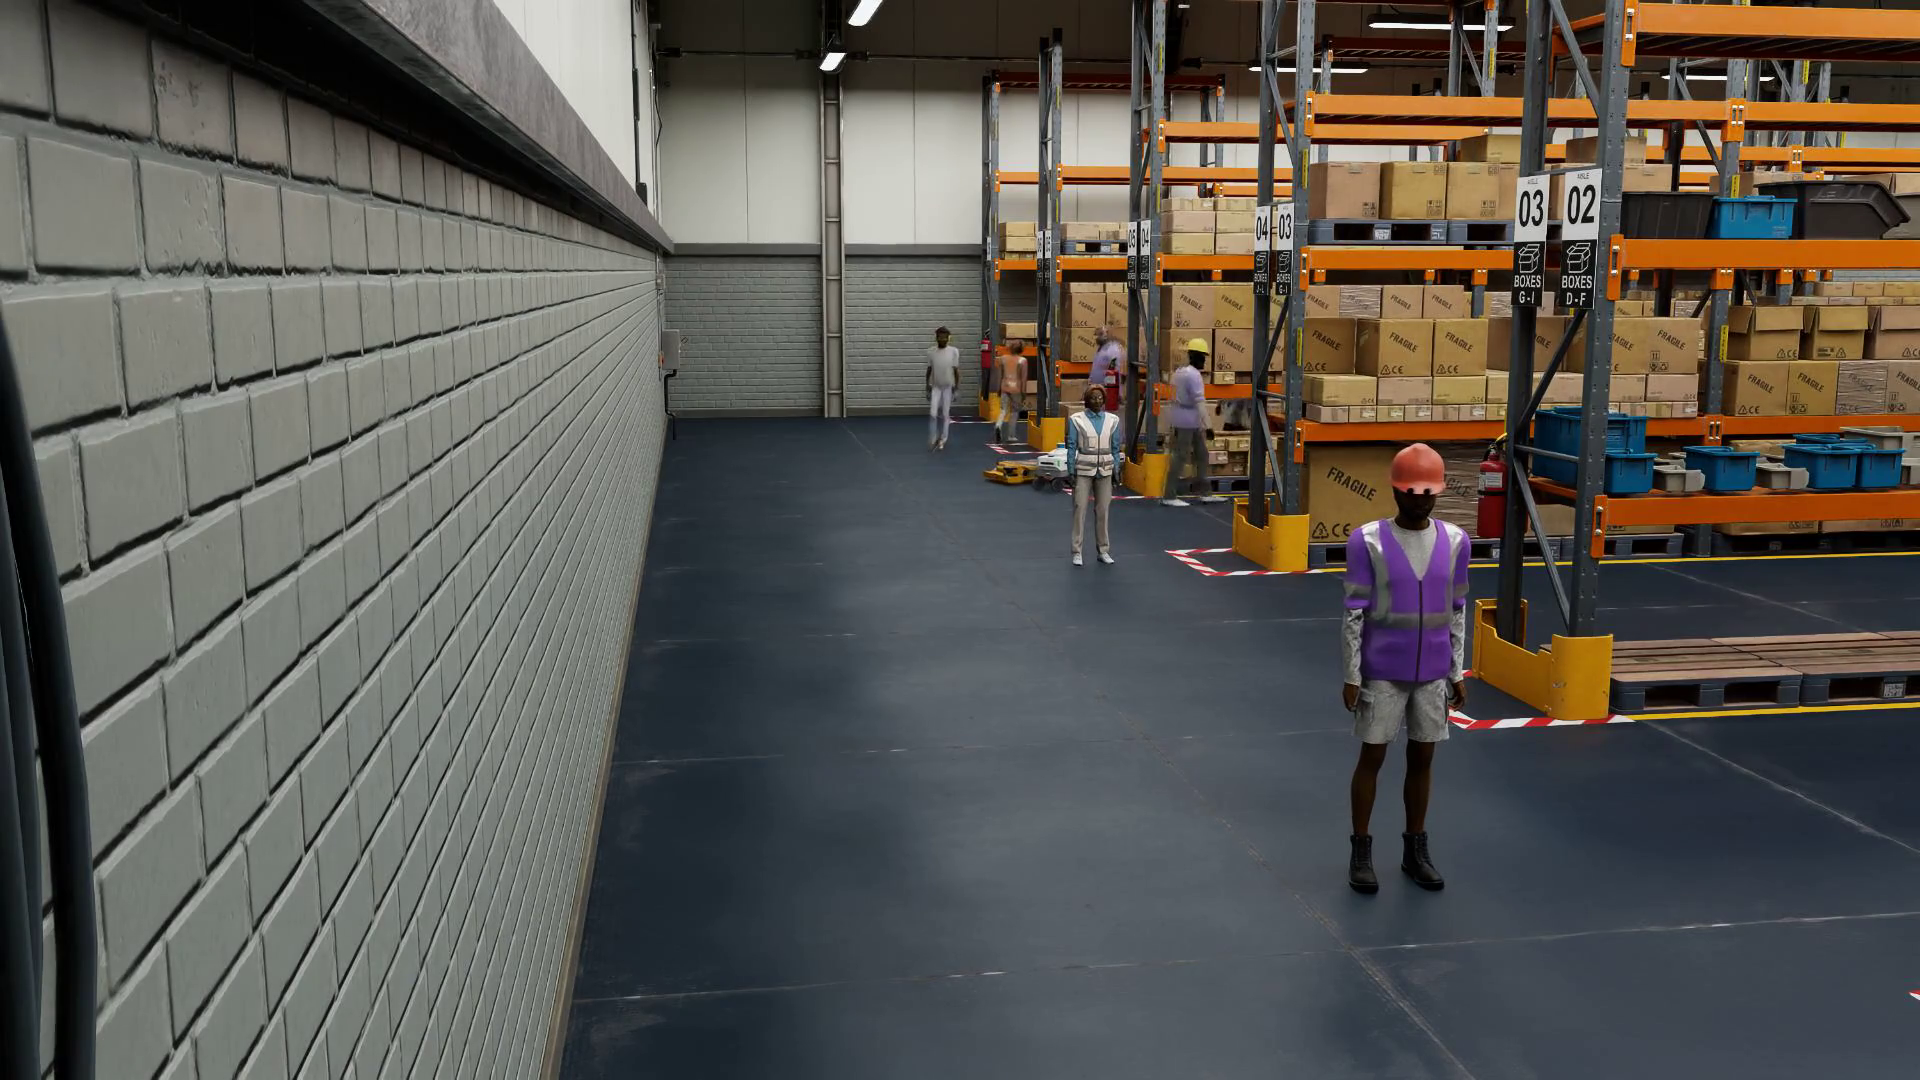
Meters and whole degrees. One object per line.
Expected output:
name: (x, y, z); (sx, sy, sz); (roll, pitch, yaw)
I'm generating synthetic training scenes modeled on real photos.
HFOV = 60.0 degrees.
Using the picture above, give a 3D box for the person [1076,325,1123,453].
person: (1.967, -2.130, 23.811); (0.904, 1.866, 0.639); (-1, 9, -8)

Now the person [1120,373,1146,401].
person: (3.005, -2.723, 27.490); (1.000, 1.857, 0.605); (-4, 10, -26)

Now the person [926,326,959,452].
person: (-0.260, -2.200, 24.298); (0.517, 1.846, 0.563); (1, 9, 7)

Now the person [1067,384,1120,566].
person: (1.203, -0.590, 15.023); (0.513, 1.641, 0.307); (-3, 10, -16)

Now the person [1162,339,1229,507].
person: (2.686, -1.305, 18.671); (0.889, 1.878, 0.628); (1, 9, 3)

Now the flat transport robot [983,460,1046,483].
flat transport robot: (1.074, -0.893, 21.101); (1.431, 0.197, 0.652); (-5, 10, -27)

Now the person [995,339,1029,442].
person: (0.789, -2.291, 25.554); (0.540, 1.610, 0.525); (6, 11, 32)

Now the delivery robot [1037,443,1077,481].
delivery robot: (1.226, -0.935, 20.194); (0.477, 0.478, 0.707); (6, 11, 31)

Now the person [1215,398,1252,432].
person: (3.469, -1.786, 21.602); (0.968, 1.897, 0.580); (-3, 10, -16)

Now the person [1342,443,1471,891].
person: (1.906, 0.549, 7.088); (0.551, 1.933, 0.373); (-1, 9, -6)

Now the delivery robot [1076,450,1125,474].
delivery robot: (1.687, -0.991, 20.543); (0.707, 0.478, 0.477); (8, 12, 41)
